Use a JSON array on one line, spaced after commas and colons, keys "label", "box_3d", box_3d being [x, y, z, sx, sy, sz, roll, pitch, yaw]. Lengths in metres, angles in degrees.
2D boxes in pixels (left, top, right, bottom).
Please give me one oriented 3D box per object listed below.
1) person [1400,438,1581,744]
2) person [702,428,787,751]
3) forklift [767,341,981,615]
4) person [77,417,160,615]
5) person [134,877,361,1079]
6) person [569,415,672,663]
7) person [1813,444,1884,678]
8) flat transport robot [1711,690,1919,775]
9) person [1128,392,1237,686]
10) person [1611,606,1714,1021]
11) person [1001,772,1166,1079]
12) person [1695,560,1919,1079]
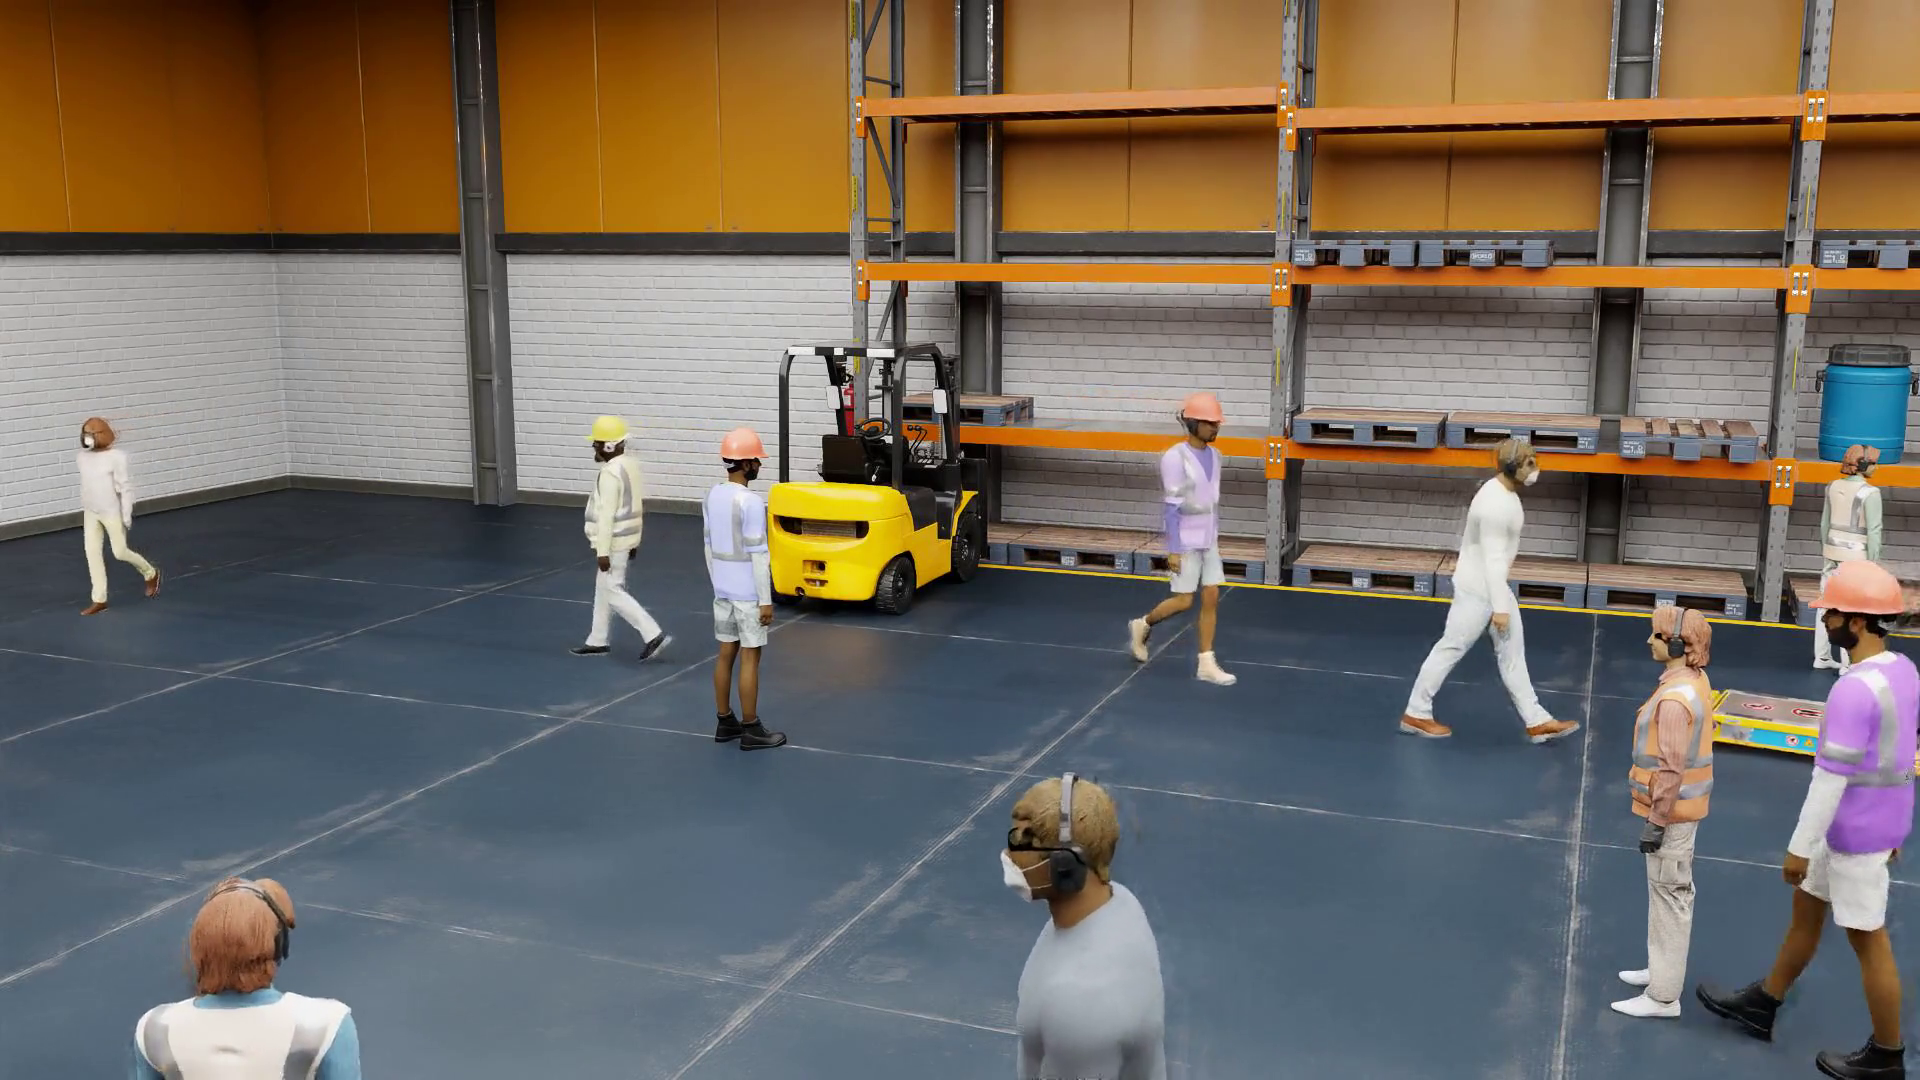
[{"label": "person", "box_3d": [3.203, 0.318, 9.994, 1.081, 1.873, 0.651, 5, 11, 26]}, {"label": "person", "box_3d": [-1.296, 0.292, 9.979, 0.356, 1.937, 0.552, -9, 14, -42]}, {"label": "forklift", "box_3d": [-0.739, -0.602, 14.246, 1.214, 2.155, 2.313, 4, 11, 21]}, {"label": "person", "box_3d": [-7.010, -0.226, 13.764, 0.499, 1.614, 0.681, 3, 11, 17]}, {"label": "person", "box_3d": [-1.635, 1.559, 3.878, 0.535, 1.587, 0.884, -1, 10, -6]}, {"label": "person", "box_3d": [-2.475, -0.007, 12.014, 0.782, 1.809, 0.609, 1, 10, 4]}, {"label": "person", "box_3d": [6.217, 0.147, 11.628, 0.313, 1.638, 0.513, -2, 10, -12]}, {"label": "flat transport robot", "box_3d": [5.024, 1.124, 9.990, 1.431, 0.197, 0.652, 7, 12, 34]}, {"label": "person", "box_3d": [1.561, -0.020, 11.492, 0.625, 2.024, 0.765, -9, 14, -42]}, {"label": "person", "box_3d": [2.780, 1.061, 6.526, 0.307, 1.641, 0.514, 5, 11, 28]}, {"label": "person", "box_3d": [0.186, 1.443, 3.638, 0.693, 1.916, 0.635, 0, 10, 2]}, {"label": "person", "box_3d": [3.102, 1.010, 6.058, 0.875, 1.905, 0.570, 9, 14, 41]}]
